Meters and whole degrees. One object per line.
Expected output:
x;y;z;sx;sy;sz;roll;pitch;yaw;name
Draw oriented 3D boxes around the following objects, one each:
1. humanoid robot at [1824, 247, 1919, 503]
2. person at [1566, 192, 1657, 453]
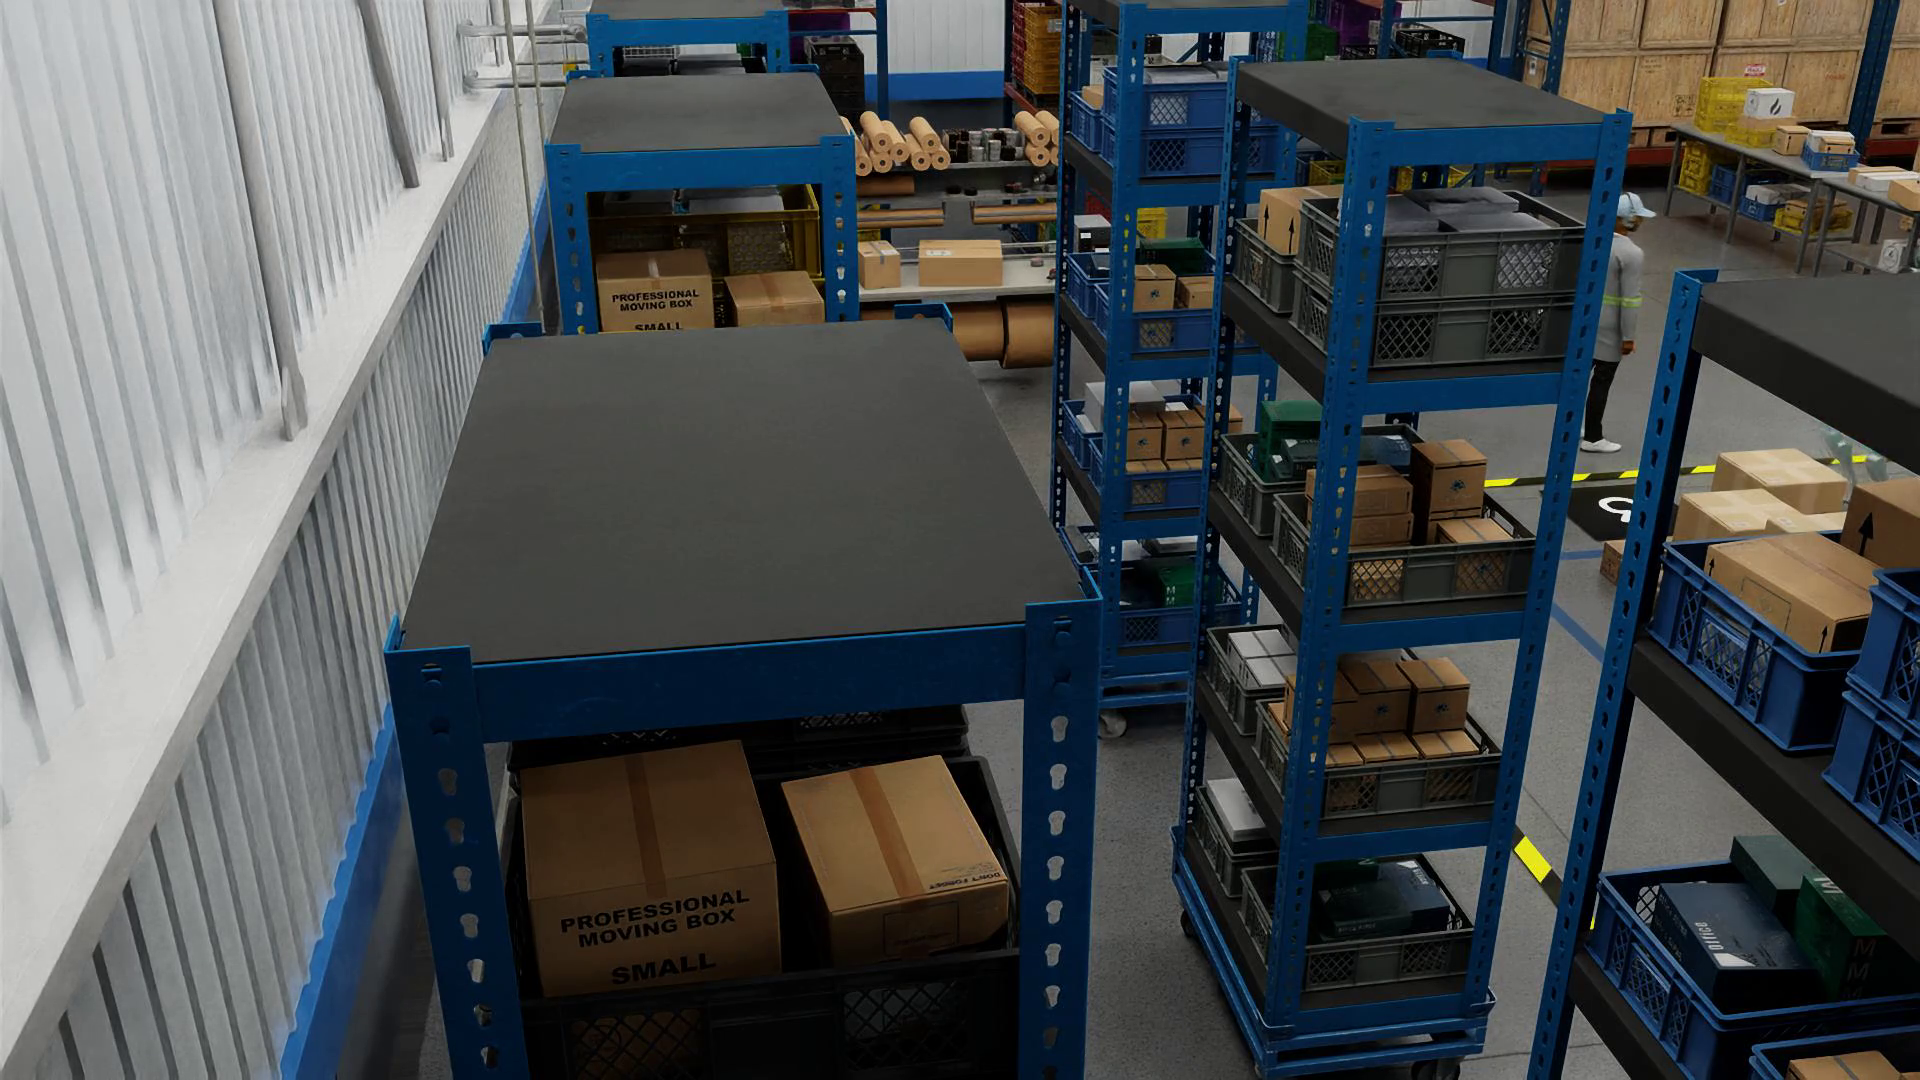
5.945;-0.979;10.714;0.787;1.814;0.557;-9;26;-19;humanoid robot
4.569;-1.533;11.737;0.385;1.849;0.596;-9;26;-18;person
